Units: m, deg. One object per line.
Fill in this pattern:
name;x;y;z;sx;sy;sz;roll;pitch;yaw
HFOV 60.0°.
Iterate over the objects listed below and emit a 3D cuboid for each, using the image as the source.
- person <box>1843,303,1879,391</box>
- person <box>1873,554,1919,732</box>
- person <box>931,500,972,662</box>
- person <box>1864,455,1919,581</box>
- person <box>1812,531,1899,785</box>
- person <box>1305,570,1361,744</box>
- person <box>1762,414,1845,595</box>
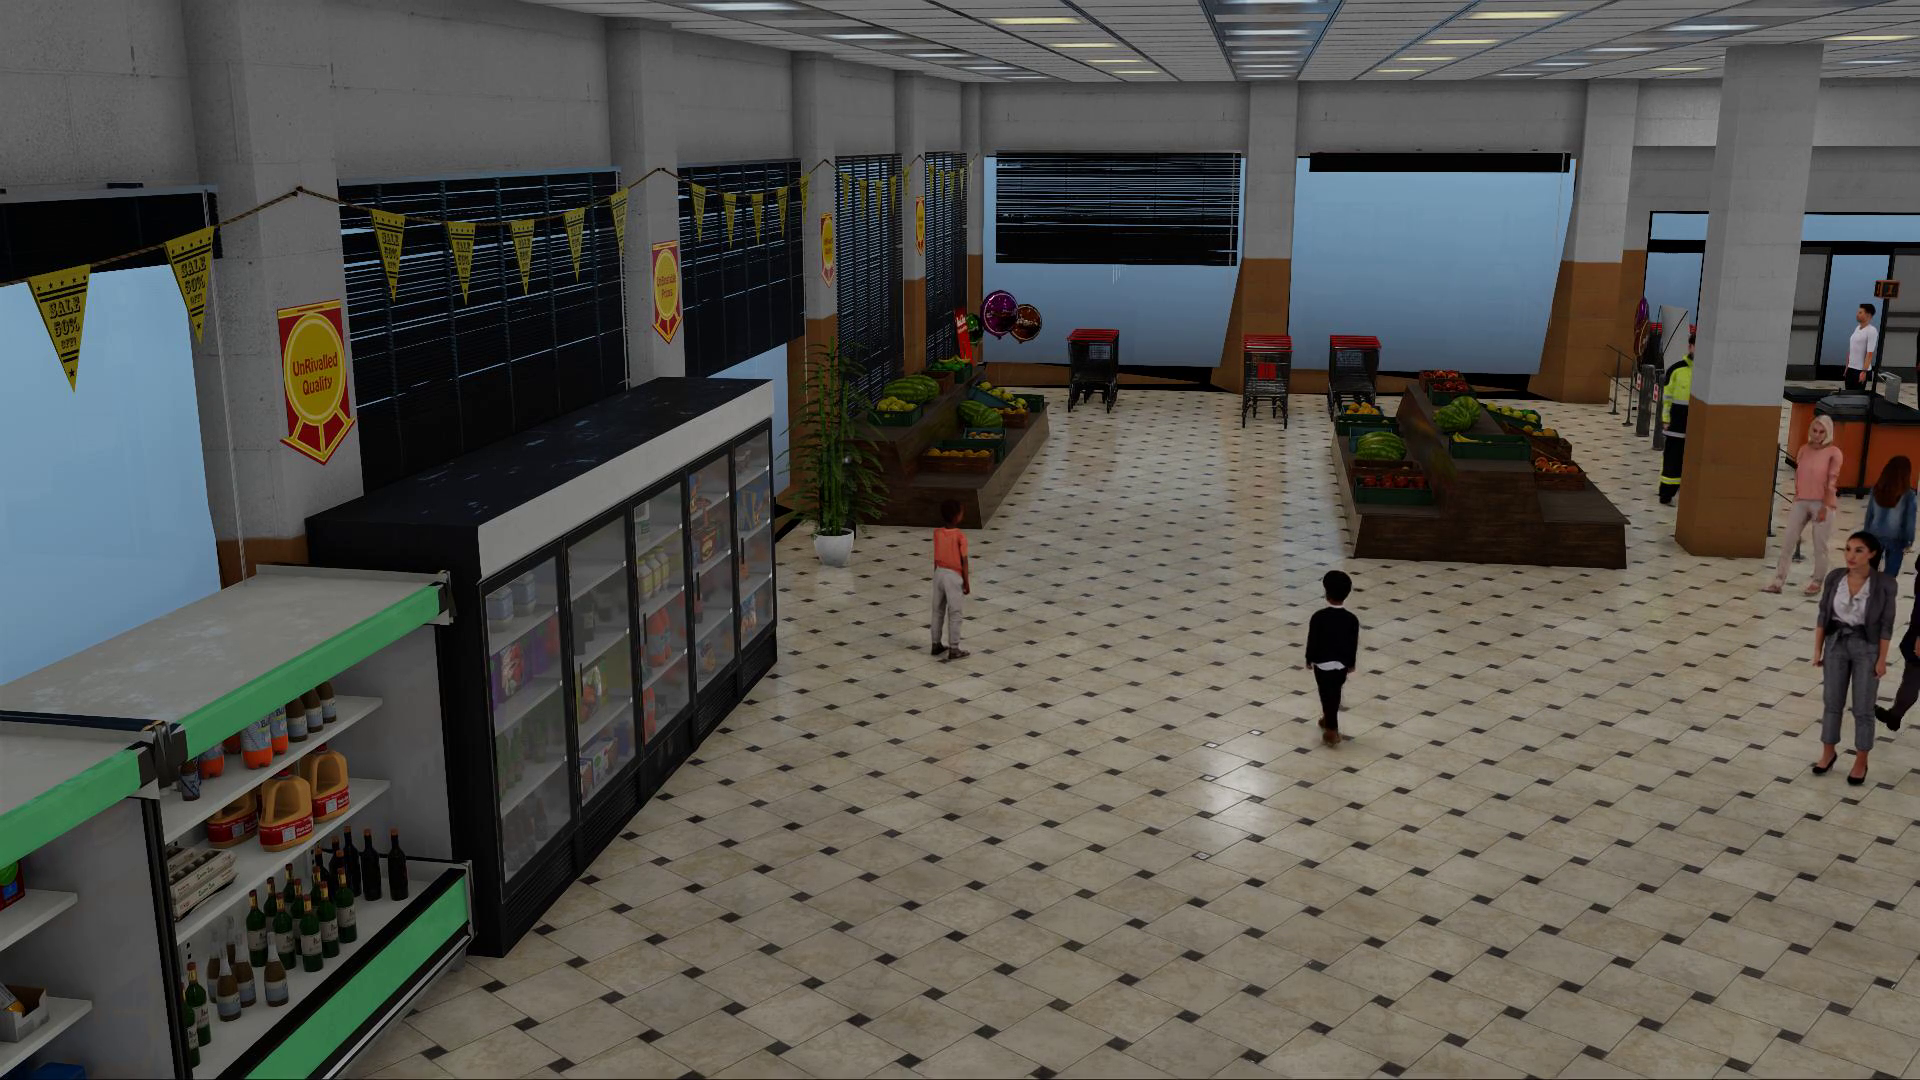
person;12.812;-2.444;23.699;0.764;1.852;0.569;0;14;-1
person;6.700;0.691;11.230;0.880;1.636;1.096;-2;14;-7
person;-0.094;0.315;13.476;0.545;1.307;0.574;10;17;36
person;8.014;0.001;14.434;0.910;1.466;0.827;-11;18;-39
person;5.854;0.754;10.893;0.764;1.673;0.722;-12;18;-40
person;2.600;0.828;11.566;0.647;1.210;0.807;-2;14;-8
person;7.884;-0.310;15.240;1.005;1.691;0.941;-10;17;-35
